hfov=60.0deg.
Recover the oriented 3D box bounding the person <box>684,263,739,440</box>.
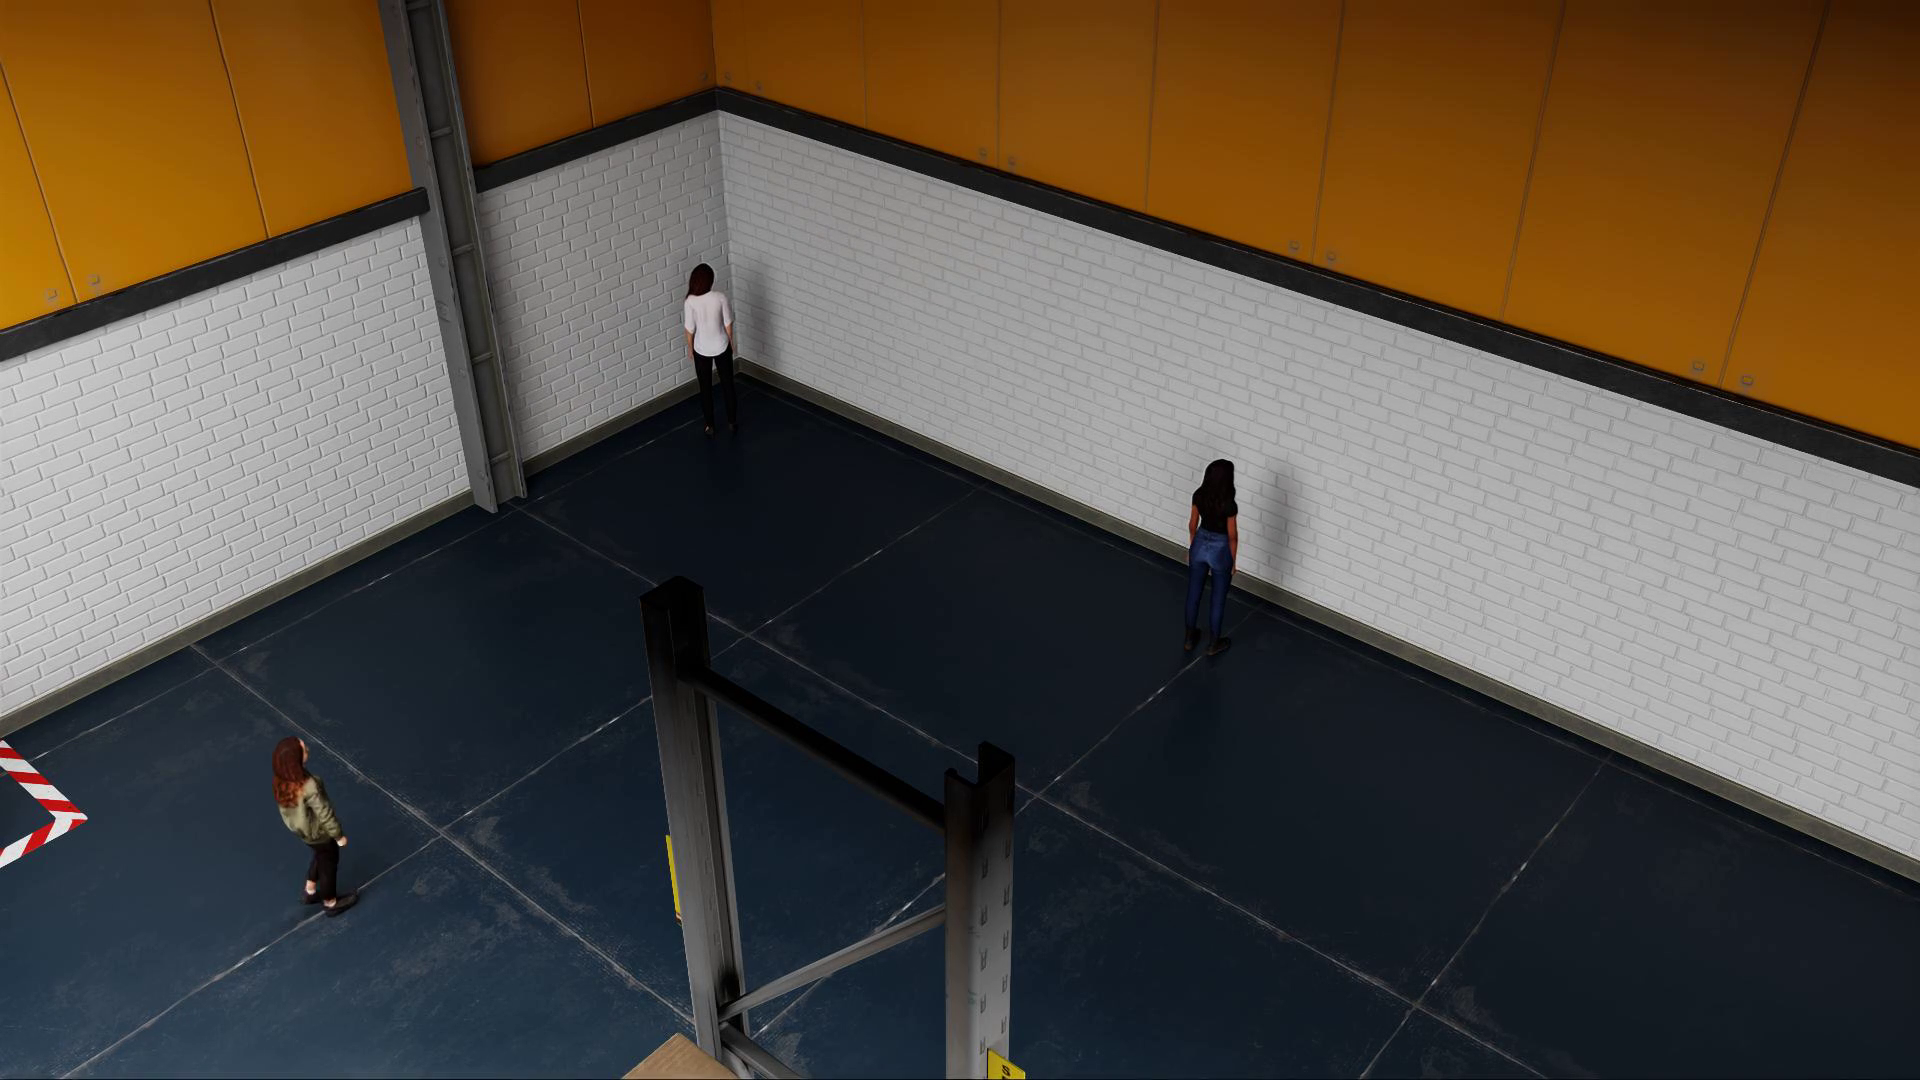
[{"bbox_3d":[-2.366,-1.791,15.866,0.648,1.795,0.743,-8,34,-12],"label":"person"}]

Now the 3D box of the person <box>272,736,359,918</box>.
[{"bbox_3d":[-4.187,1.878,10.643,0.591,1.466,0.593,26,42,34],"label":"person"}]

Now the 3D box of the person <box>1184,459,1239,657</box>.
[{"bbox_3d":[1.966,0.135,13.018,0.582,1.740,0.560,19,38,26],"label":"person"}]
